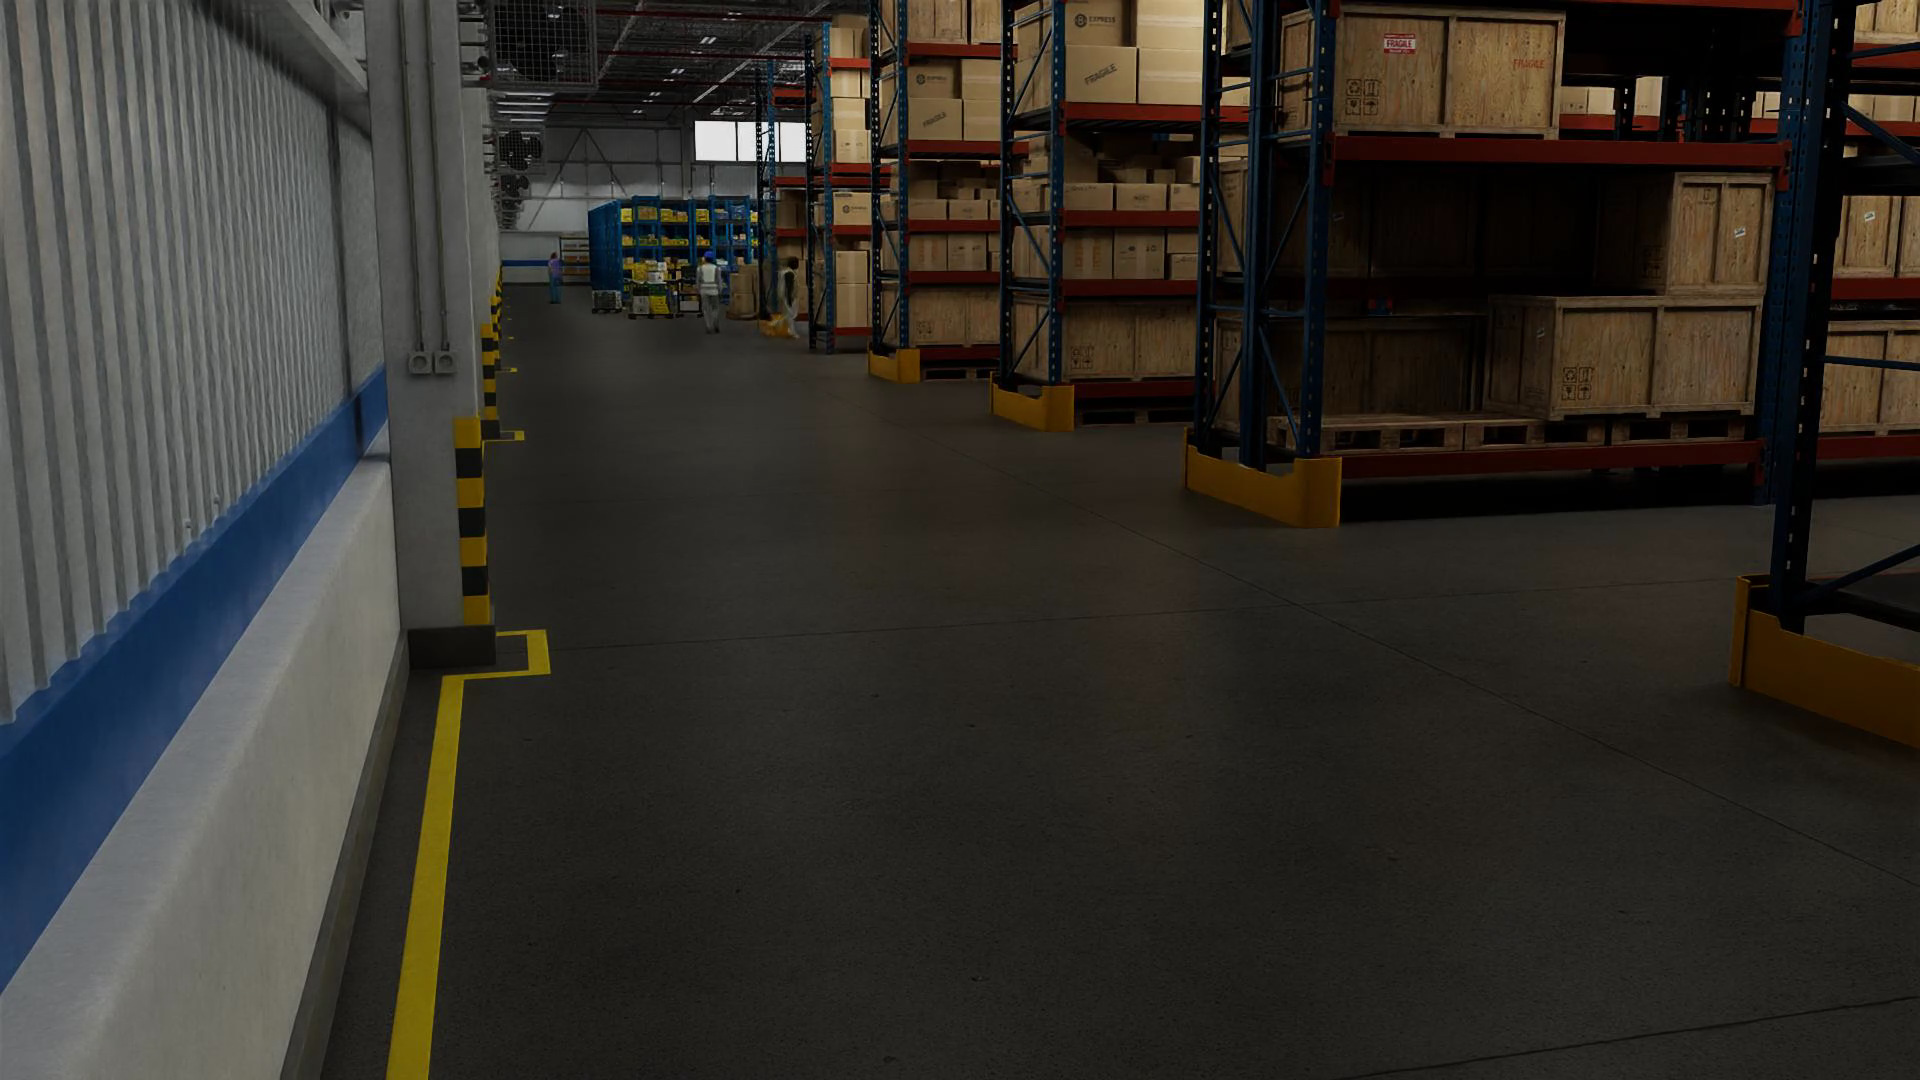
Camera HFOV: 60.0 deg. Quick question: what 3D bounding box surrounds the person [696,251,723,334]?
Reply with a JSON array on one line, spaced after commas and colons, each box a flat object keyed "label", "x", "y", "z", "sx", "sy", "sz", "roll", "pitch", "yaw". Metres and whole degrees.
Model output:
[{"label": "person", "x": -5.831, "y": -5.753, "z": 38.702, "sx": 0.606, "sy": 1.898, "sz": 0.966, "roll": -1, "pitch": 10, "yaw": -8}]

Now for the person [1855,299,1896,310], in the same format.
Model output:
[{"label": "person", "x": 9.744, "y": -1.976, "z": 17.816, "sx": 0.403, "sy": 1.729, "sz": 0.491, "roll": -4, "pitch": 11, "yaw": -21}]

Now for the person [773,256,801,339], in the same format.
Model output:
[{"label": "person", "x": -3.782, "y": -5.310, "z": 36.440, "sx": 0.555, "sy": 1.824, "sz": 0.645, "roll": 0, "pitch": 10, "yaw": -3}]

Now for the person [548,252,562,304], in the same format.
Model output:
[{"label": "person", "x": -14.273, "y": -9.246, "z": 58.762, "sx": 0.580, "sy": 1.804, "sz": 0.546, "roll": -10, "pitch": 14, "yaw": -44}]
